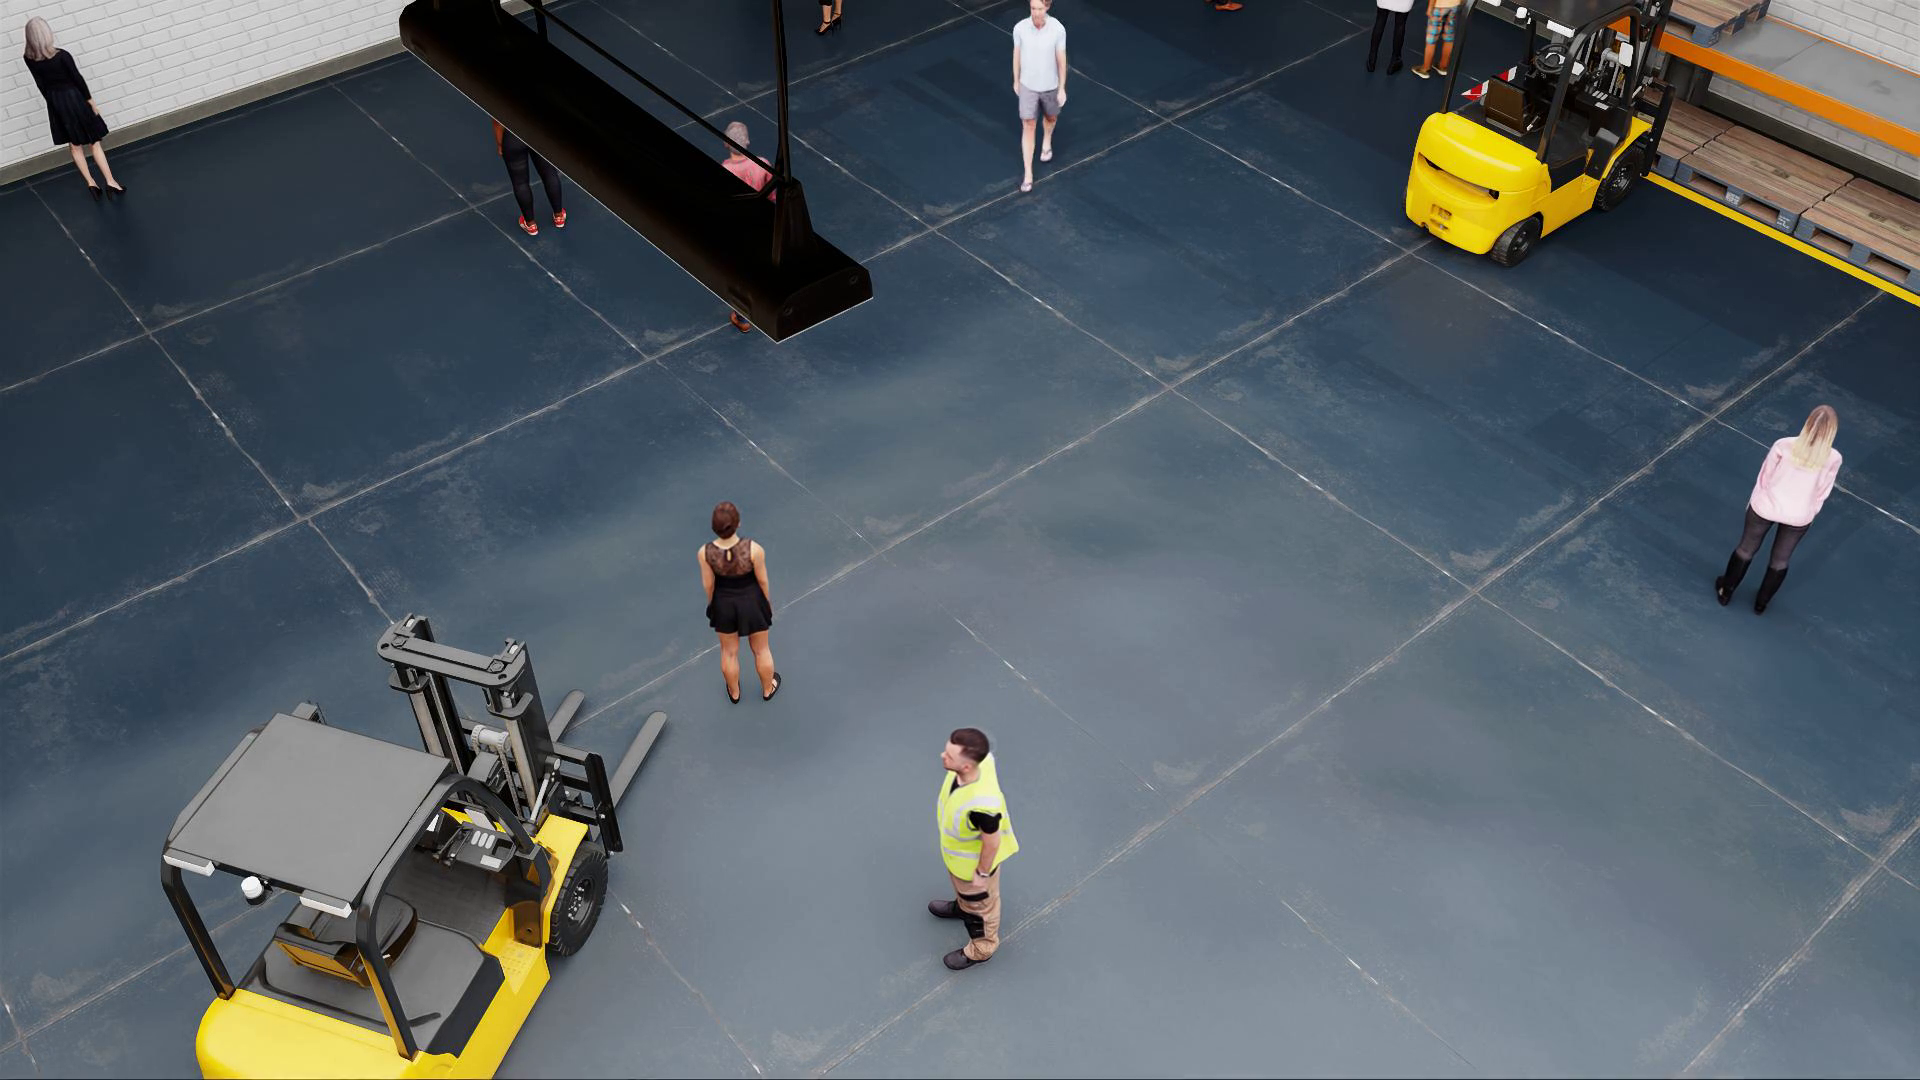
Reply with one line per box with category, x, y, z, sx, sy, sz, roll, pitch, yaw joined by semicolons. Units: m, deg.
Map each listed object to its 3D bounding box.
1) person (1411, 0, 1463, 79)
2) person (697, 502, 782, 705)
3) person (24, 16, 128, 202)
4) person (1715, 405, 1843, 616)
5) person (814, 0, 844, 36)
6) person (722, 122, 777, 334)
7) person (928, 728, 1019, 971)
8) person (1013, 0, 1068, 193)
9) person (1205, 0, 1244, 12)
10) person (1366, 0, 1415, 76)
person;4.845;-5.325;16.586;0.577;1.459;0.579;-14;45;-15
person;-1.390;0.403;10.419;0.679;1.672;0.726;-1;44;-1
person;-7.912;-3.836;14.814;0.698;1.747;0.739;-2;44;-2
person;5.456;-0.194;11.037;0.620;1.685;0.734;17;46;17
person;-1.400;-6.108;17.118;0.626;1.858;0.679;24;48;23
person;-1.720;-2.507;13.359;0.748;1.830;0.647;-18;46;-18
person;0.056;1.641;8.995;0.897;1.845;0.811;-7;44;-7
person;0.756;-4.175;15.139;1.156;1.791;1.210;5;44;5
person;2.839;-6.521;17.602;0.777;1.790;0.616;-15;46;-15
person;4.339;-5.519;16.538;0.614;1.807;0.744;16;46;16
